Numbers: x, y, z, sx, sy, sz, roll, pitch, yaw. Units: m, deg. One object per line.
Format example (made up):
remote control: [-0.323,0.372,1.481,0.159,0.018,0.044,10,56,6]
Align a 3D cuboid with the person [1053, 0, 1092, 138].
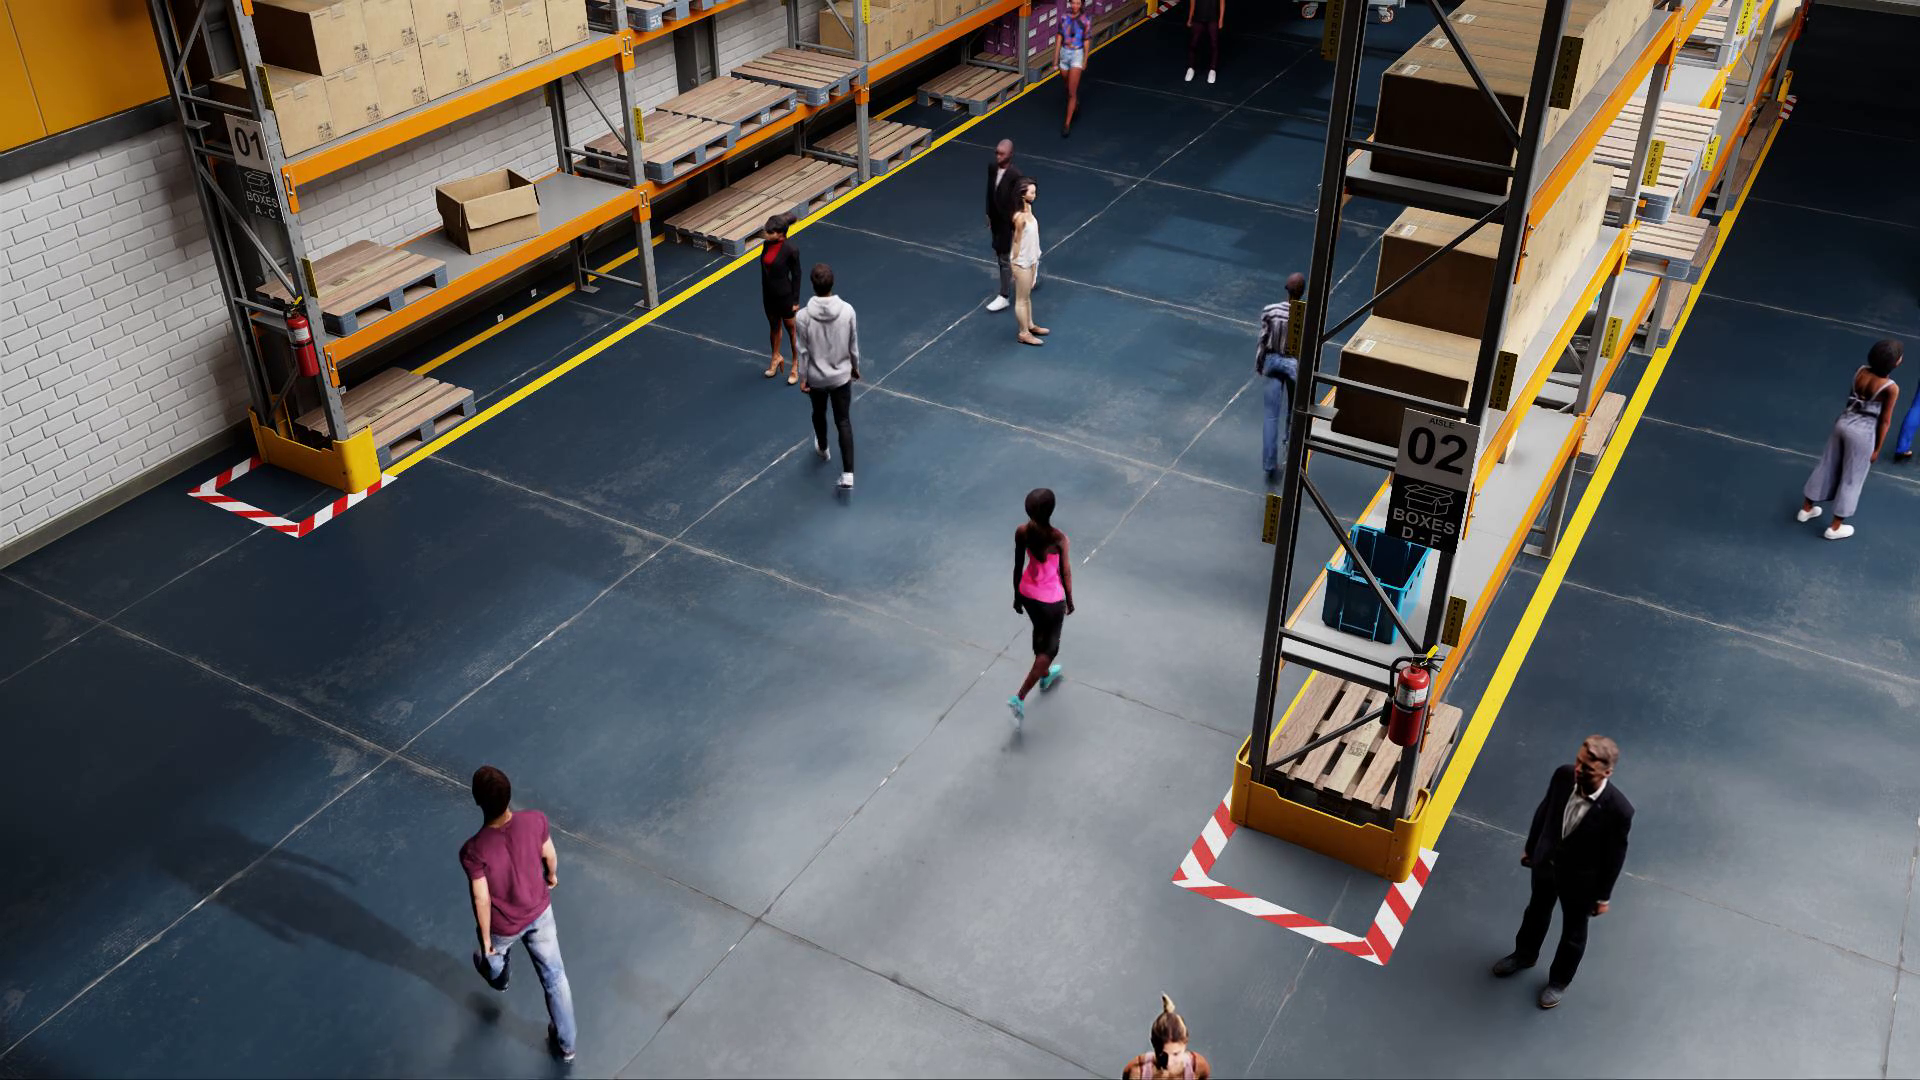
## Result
person: [1.414,-6.007,20.857,0.685,1.709,1.168,13,36,19]

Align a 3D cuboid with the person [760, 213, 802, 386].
person: [-1.642,-2.207,15.200,0.584,1.641,0.603,22,39,29]

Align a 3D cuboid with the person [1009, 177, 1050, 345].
person: [0.594,-2.677,15.896,0.675,1.653,0.627,-6,34,-9]

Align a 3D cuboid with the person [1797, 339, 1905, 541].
person: [7.024,-0.810,13.051,0.704,1.693,0.673,-13,36,-19]

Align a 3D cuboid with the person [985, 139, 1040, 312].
person: [0.529,-3.179,16.572,1.117,1.741,0.895,-28,43,-35]

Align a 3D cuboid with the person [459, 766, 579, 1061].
person: [-2.279,2.003,8.724,1.184,1.799,1.029,-24,40,-31]

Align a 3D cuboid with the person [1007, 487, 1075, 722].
person: [0.516,0.445,11.155,0.591,1.702,1.038,20,38,27]

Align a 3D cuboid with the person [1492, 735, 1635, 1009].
person: [3.326,1.776,9.052,0.744,1.814,0.778,-22,39,-29]

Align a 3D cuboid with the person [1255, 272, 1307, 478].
person: [2.656,-1.321,13.755,0.753,1.766,1.028,11,35,16]

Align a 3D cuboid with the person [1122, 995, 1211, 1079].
person: [0.925,2.763,7.722,0.650,1.643,0.675,-2,34,-3]

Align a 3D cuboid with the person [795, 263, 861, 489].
person: [-1.047,-1.305,13.618,1.222,1.892,1.296,-8,34,-12]

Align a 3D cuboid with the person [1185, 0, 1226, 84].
person: [3.335,-7.099,22.438,0.669,1.777,0.615,11,35,17]
